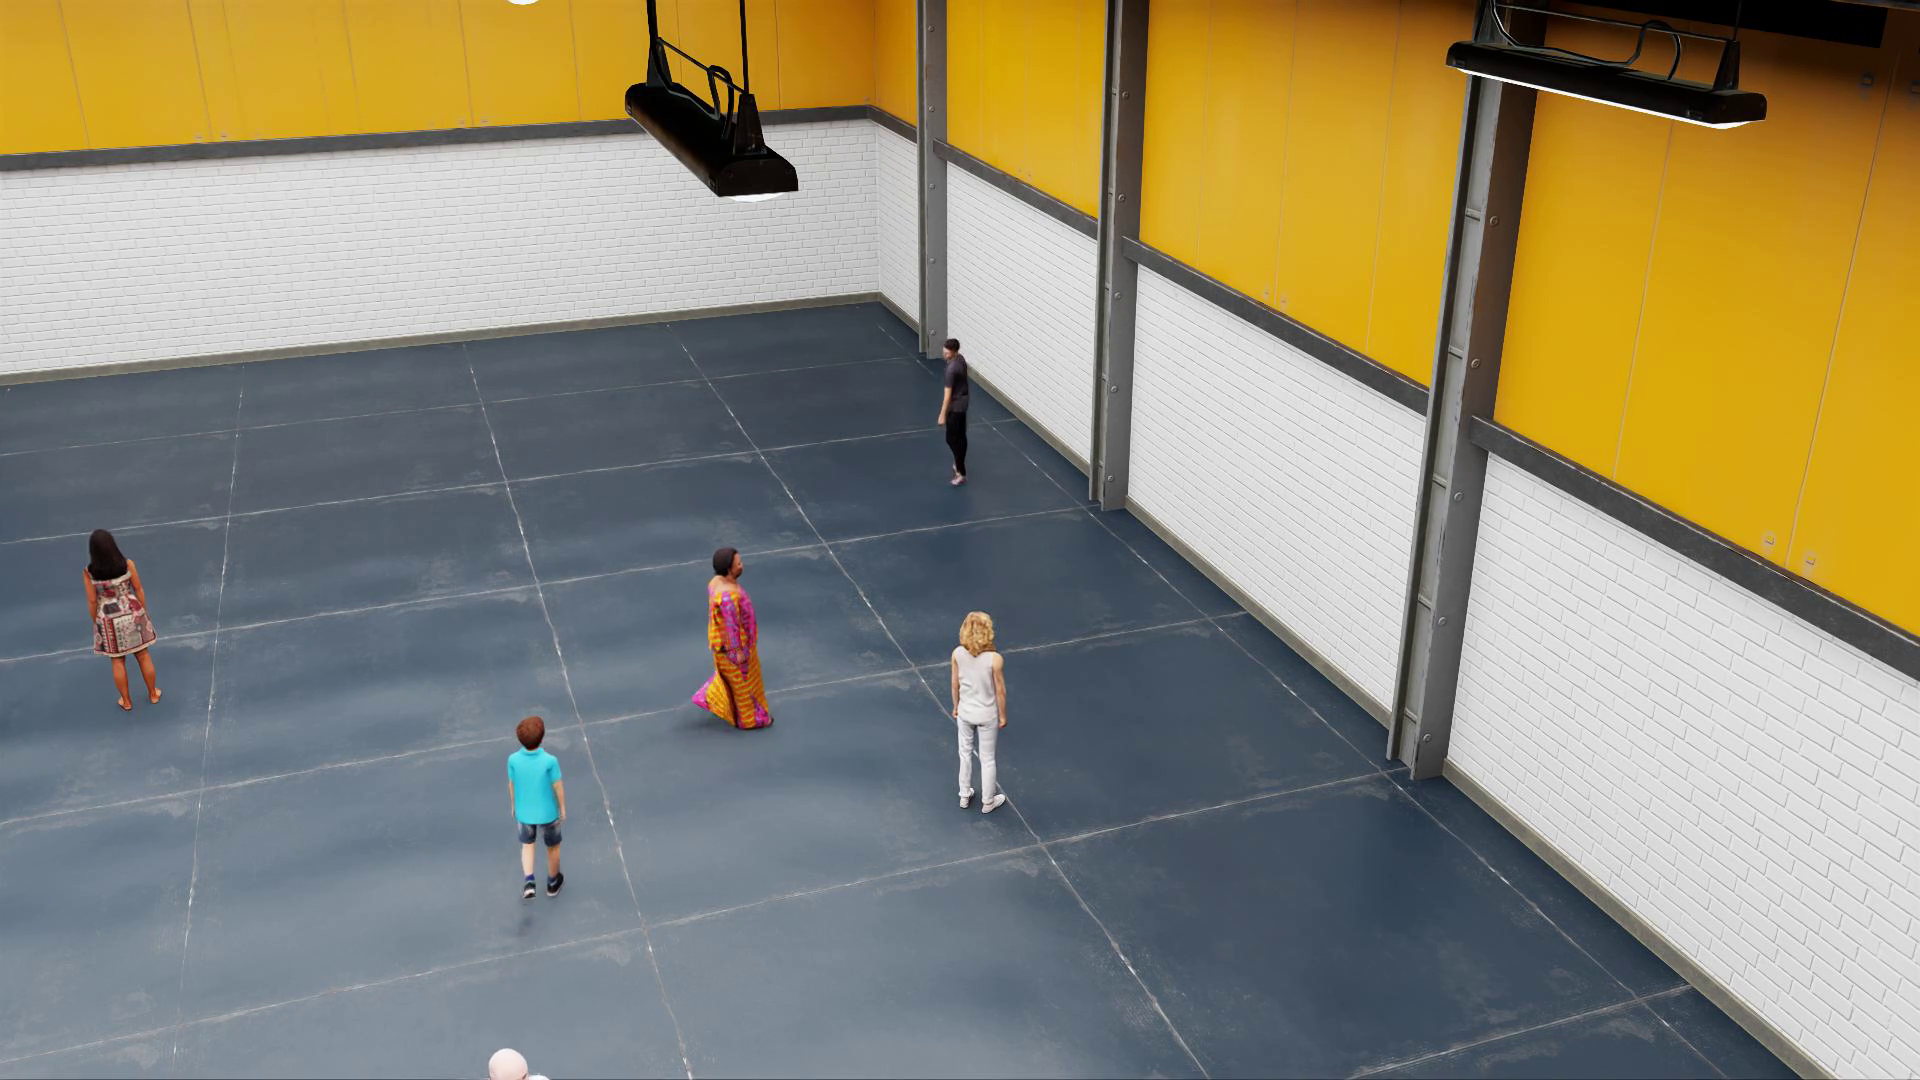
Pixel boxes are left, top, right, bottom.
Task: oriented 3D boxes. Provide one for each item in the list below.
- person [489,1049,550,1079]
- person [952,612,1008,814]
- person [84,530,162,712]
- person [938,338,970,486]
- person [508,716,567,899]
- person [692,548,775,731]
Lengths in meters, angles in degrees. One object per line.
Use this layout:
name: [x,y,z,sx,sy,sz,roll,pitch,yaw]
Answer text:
person: [-2.212,3.197,8.212,0.849,1.820,0.810,15,28,30]
person: [0.132,1.306,12.723,0.683,1.671,0.738,10,26,22]
person: [-7.177,0.672,14.208,0.697,1.644,0.611,-15,28,-30]
person: [-0.024,-1.536,19.147,0.930,1.734,0.771,12,26,25]
person: [-2.976,1.911,11.630,0.660,1.438,0.766,0,24,0]
person: [-1.932,0.816,13.828,0.744,1.685,0.834,-7,25,-15]
